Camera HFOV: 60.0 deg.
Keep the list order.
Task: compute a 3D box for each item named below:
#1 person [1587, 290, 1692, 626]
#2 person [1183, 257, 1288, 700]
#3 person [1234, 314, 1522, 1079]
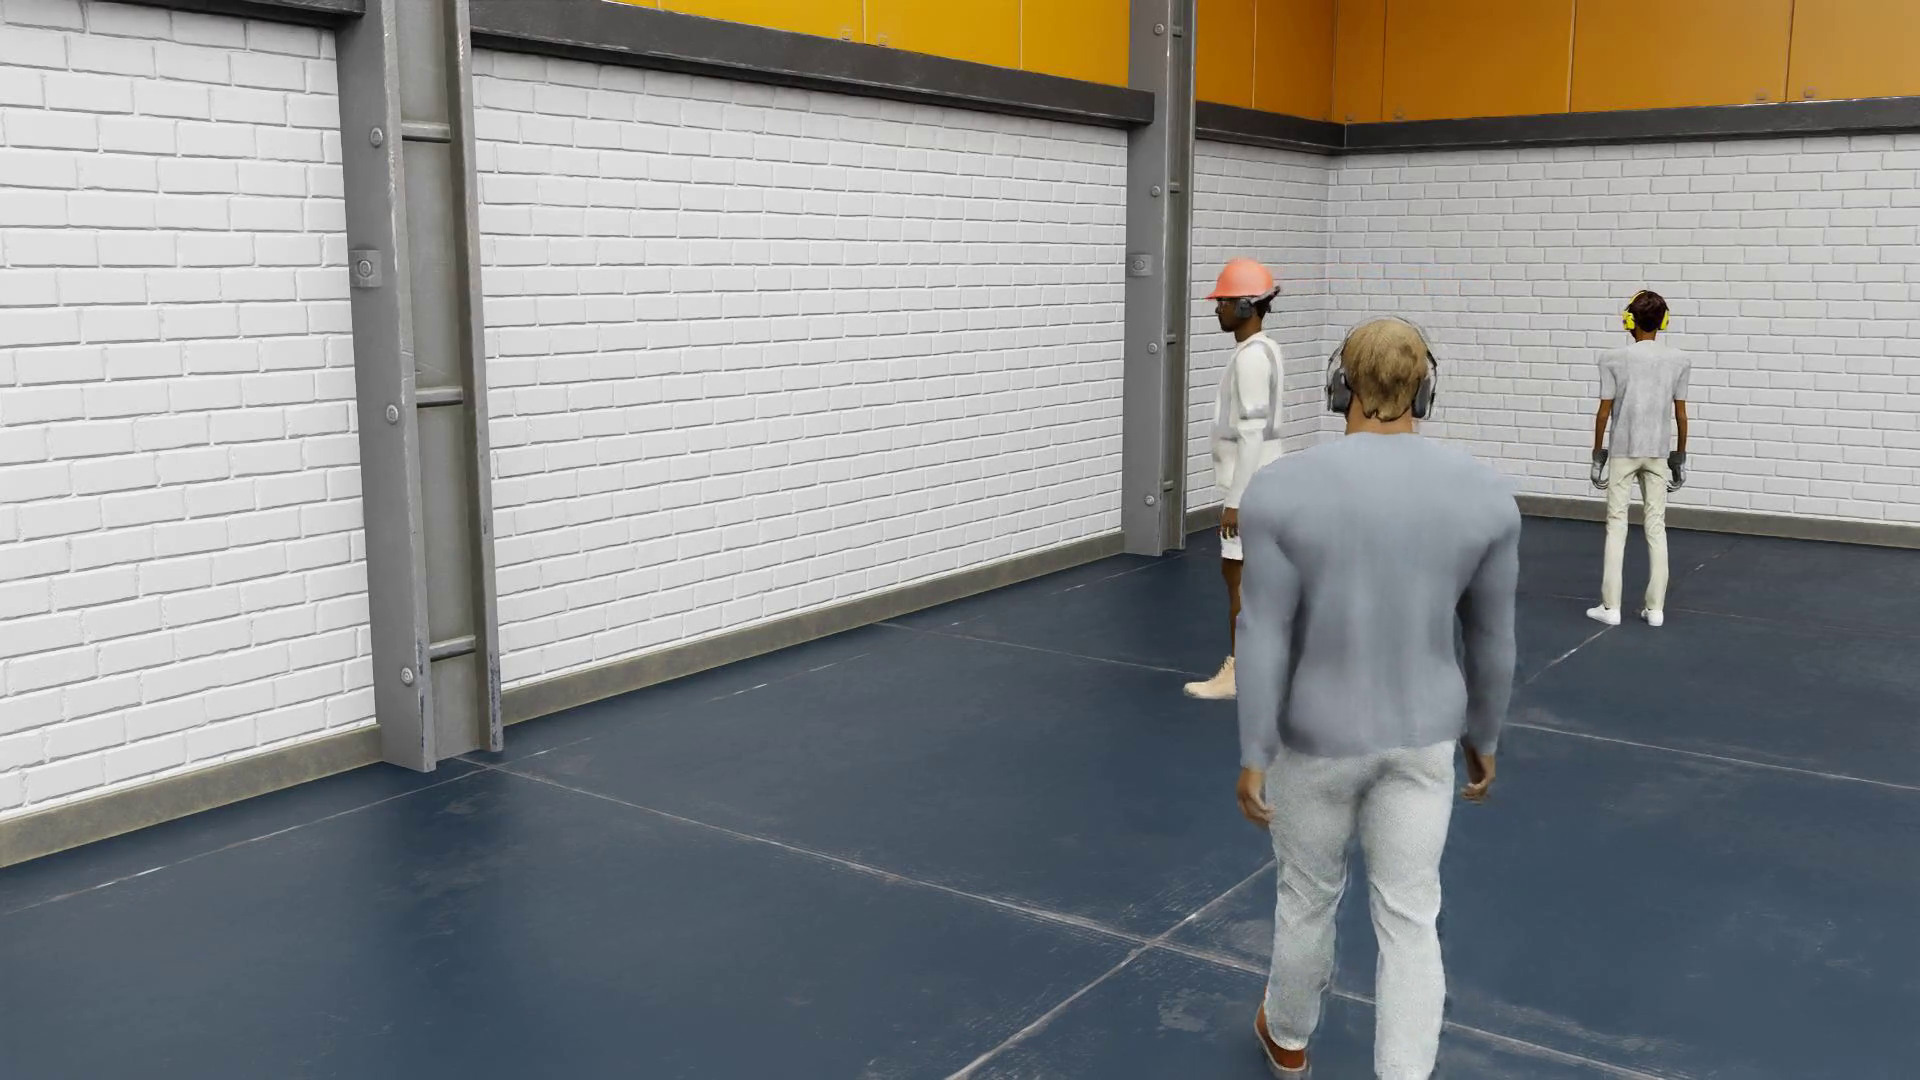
[{"bbox_3d":[3.788,-0.451,9.260,0.509,1.863,0.329,1,10,7],"label":"person"},{"bbox_3d":[1.294,-0.268,7.659,0.397,2.048,0.608,2,10,12],"label":"person"},{"bbox_3d":[0.932,0.441,3.825,0.652,1.902,0.841,0,10,0],"label":"person"}]
